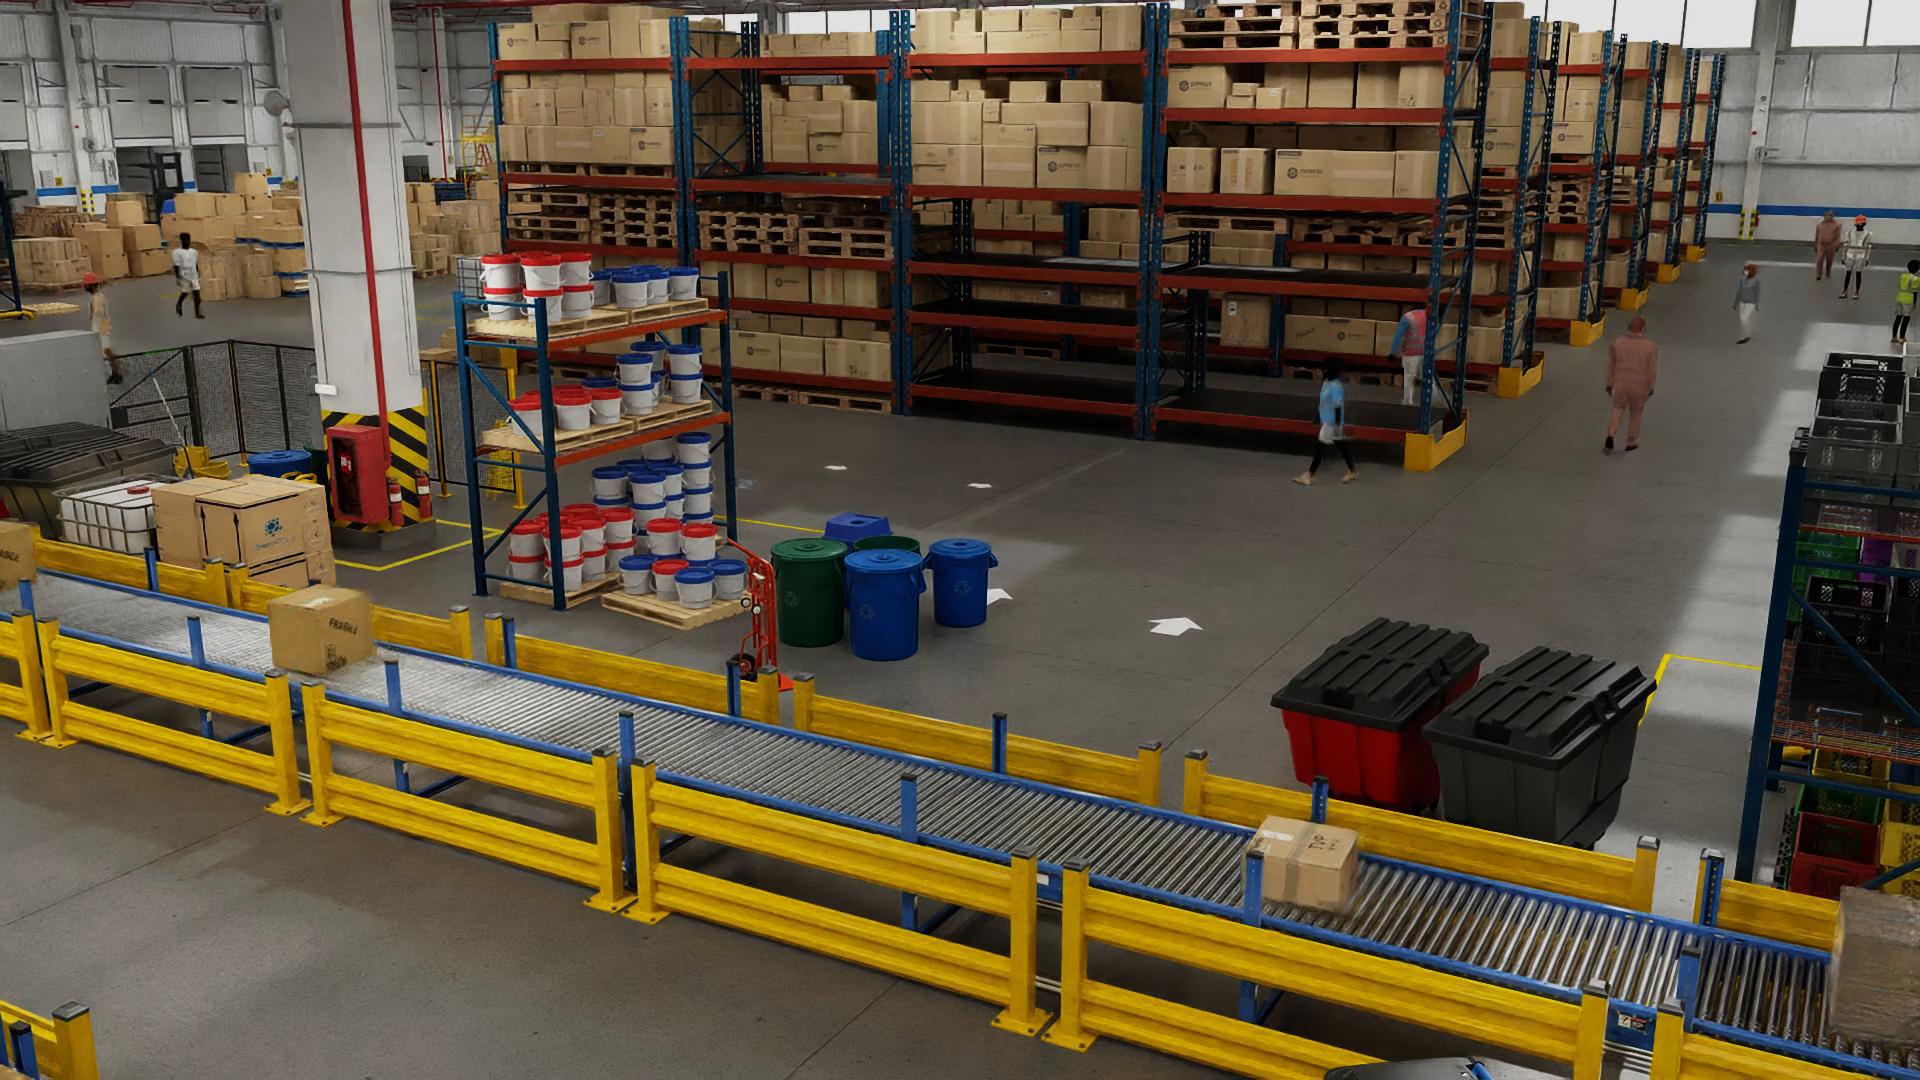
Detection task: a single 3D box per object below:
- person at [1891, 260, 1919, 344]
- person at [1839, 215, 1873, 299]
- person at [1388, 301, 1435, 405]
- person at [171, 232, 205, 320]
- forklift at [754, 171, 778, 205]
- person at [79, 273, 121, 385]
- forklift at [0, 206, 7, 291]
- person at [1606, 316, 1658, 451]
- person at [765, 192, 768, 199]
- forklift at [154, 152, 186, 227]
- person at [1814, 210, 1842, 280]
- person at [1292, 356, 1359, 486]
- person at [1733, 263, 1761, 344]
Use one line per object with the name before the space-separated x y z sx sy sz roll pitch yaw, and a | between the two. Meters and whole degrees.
person | 18.957 -4.764 33.292 0.322 1.689 0.530 -2 15 -8
person | 21.935 -6.923 40.728 0.614 2.042 0.373 13 19 39
person | 7.117 -2.919 26.108 0.795 1.834 0.485 -6 16 -21
person | -17.219 -5.883 37.009 0.731 1.946 0.624 12 19 37
forklift | -6.154 -10.489 52.531 1.129 2.768 1.873 8 17 27
person | -14.853 -3.588 28.433 0.780 1.913 0.571 -8 17 -28
forklift | -24.978 -7.849 42.606 1.873 2.768 1.129 5 16 18
person | 9.355 -2.173 23.167 0.653 1.888 0.432 11 18 35
person | -8.044 -14.013 67.604 0.630 1.932 0.367 -6 16 -20
forklift | -29.681 -13.185 62.665 1.873 2.768 1.129 8 17 28
person | 23.545 -8.024 45.178 0.644 1.879 0.698 8 17 29
person | 4.717 -1.508 21.118 0.885 1.654 0.531 1 15 2
person | 15.701 -4.704 33.204 0.410 1.617 0.530 -5 16 -17
